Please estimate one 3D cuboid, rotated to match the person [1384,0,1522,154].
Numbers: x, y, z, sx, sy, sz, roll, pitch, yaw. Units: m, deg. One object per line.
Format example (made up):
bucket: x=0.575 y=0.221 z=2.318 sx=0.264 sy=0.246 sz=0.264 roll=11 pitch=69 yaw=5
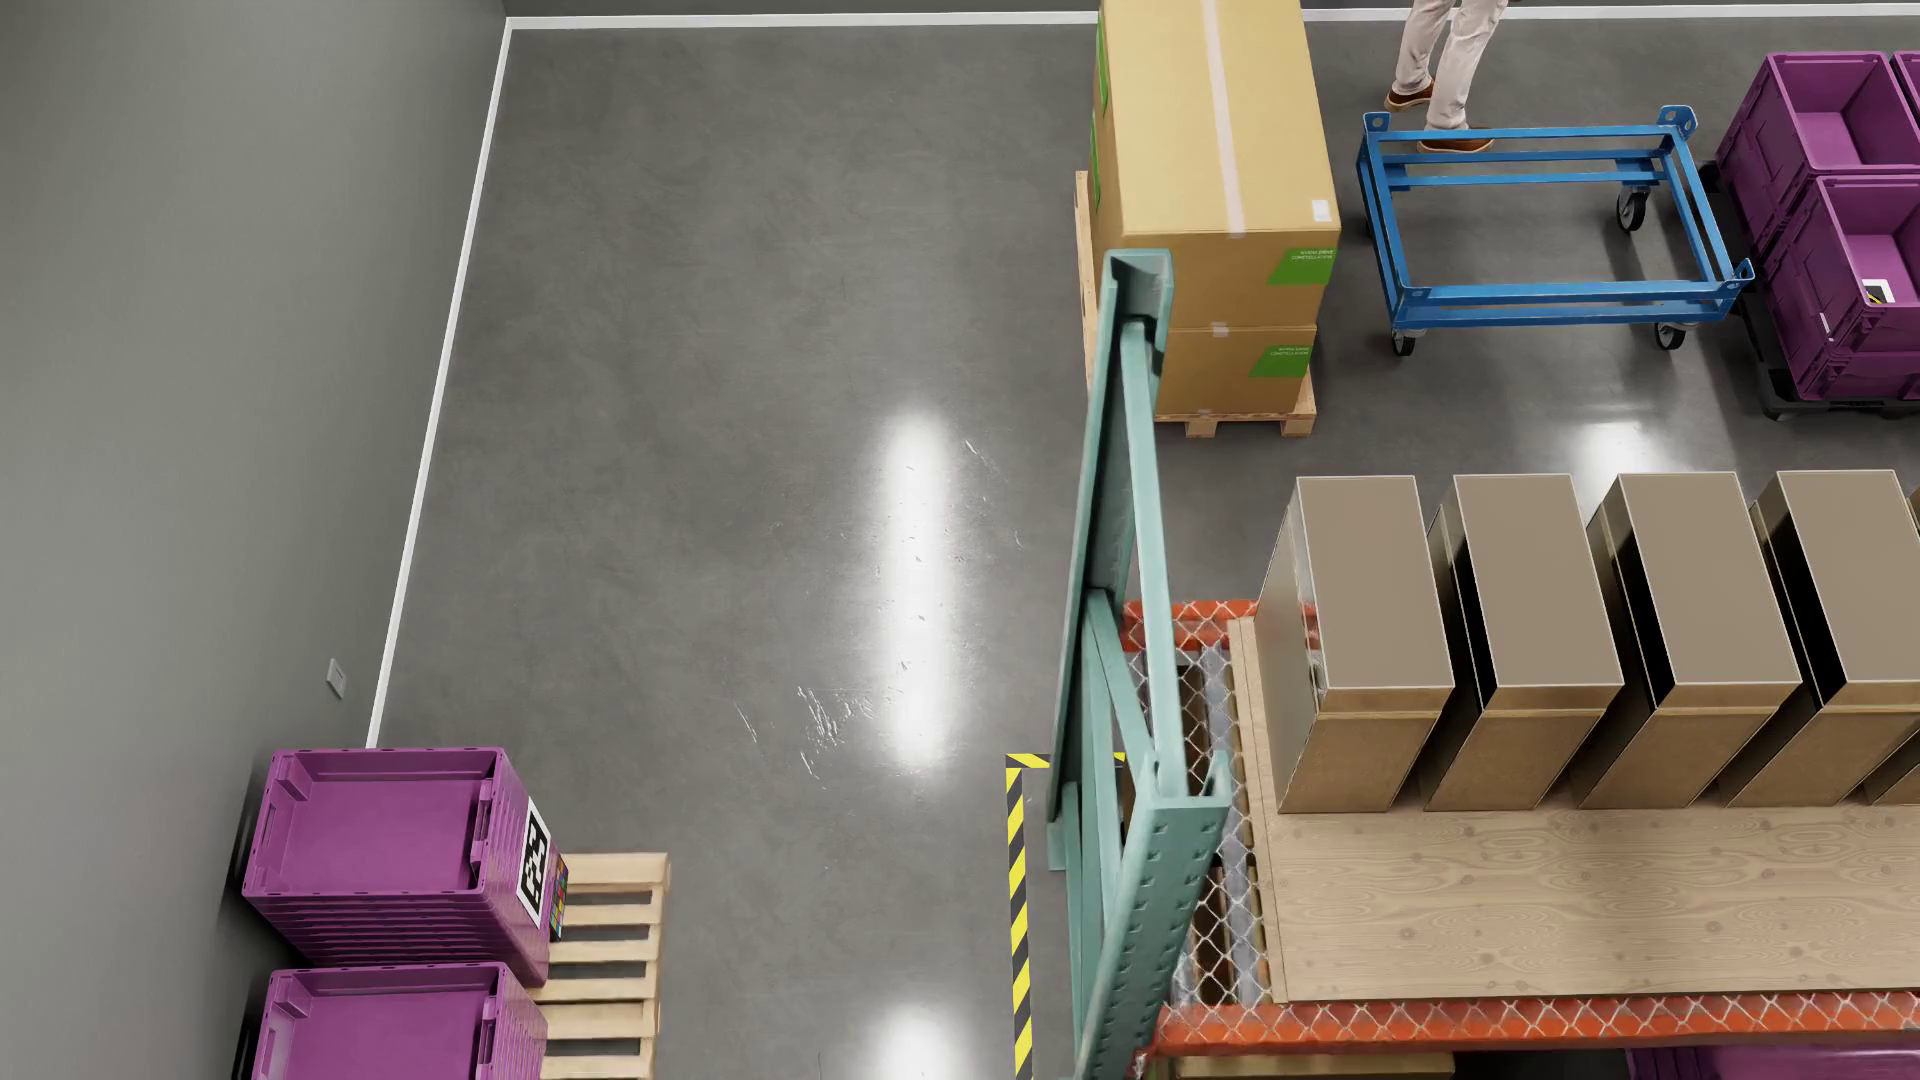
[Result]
person: x=1.951 y=-2.273 z=6.064 sx=0.378 sy=1.996 sz=0.611 roll=-15 pitch=59 yaw=-9
